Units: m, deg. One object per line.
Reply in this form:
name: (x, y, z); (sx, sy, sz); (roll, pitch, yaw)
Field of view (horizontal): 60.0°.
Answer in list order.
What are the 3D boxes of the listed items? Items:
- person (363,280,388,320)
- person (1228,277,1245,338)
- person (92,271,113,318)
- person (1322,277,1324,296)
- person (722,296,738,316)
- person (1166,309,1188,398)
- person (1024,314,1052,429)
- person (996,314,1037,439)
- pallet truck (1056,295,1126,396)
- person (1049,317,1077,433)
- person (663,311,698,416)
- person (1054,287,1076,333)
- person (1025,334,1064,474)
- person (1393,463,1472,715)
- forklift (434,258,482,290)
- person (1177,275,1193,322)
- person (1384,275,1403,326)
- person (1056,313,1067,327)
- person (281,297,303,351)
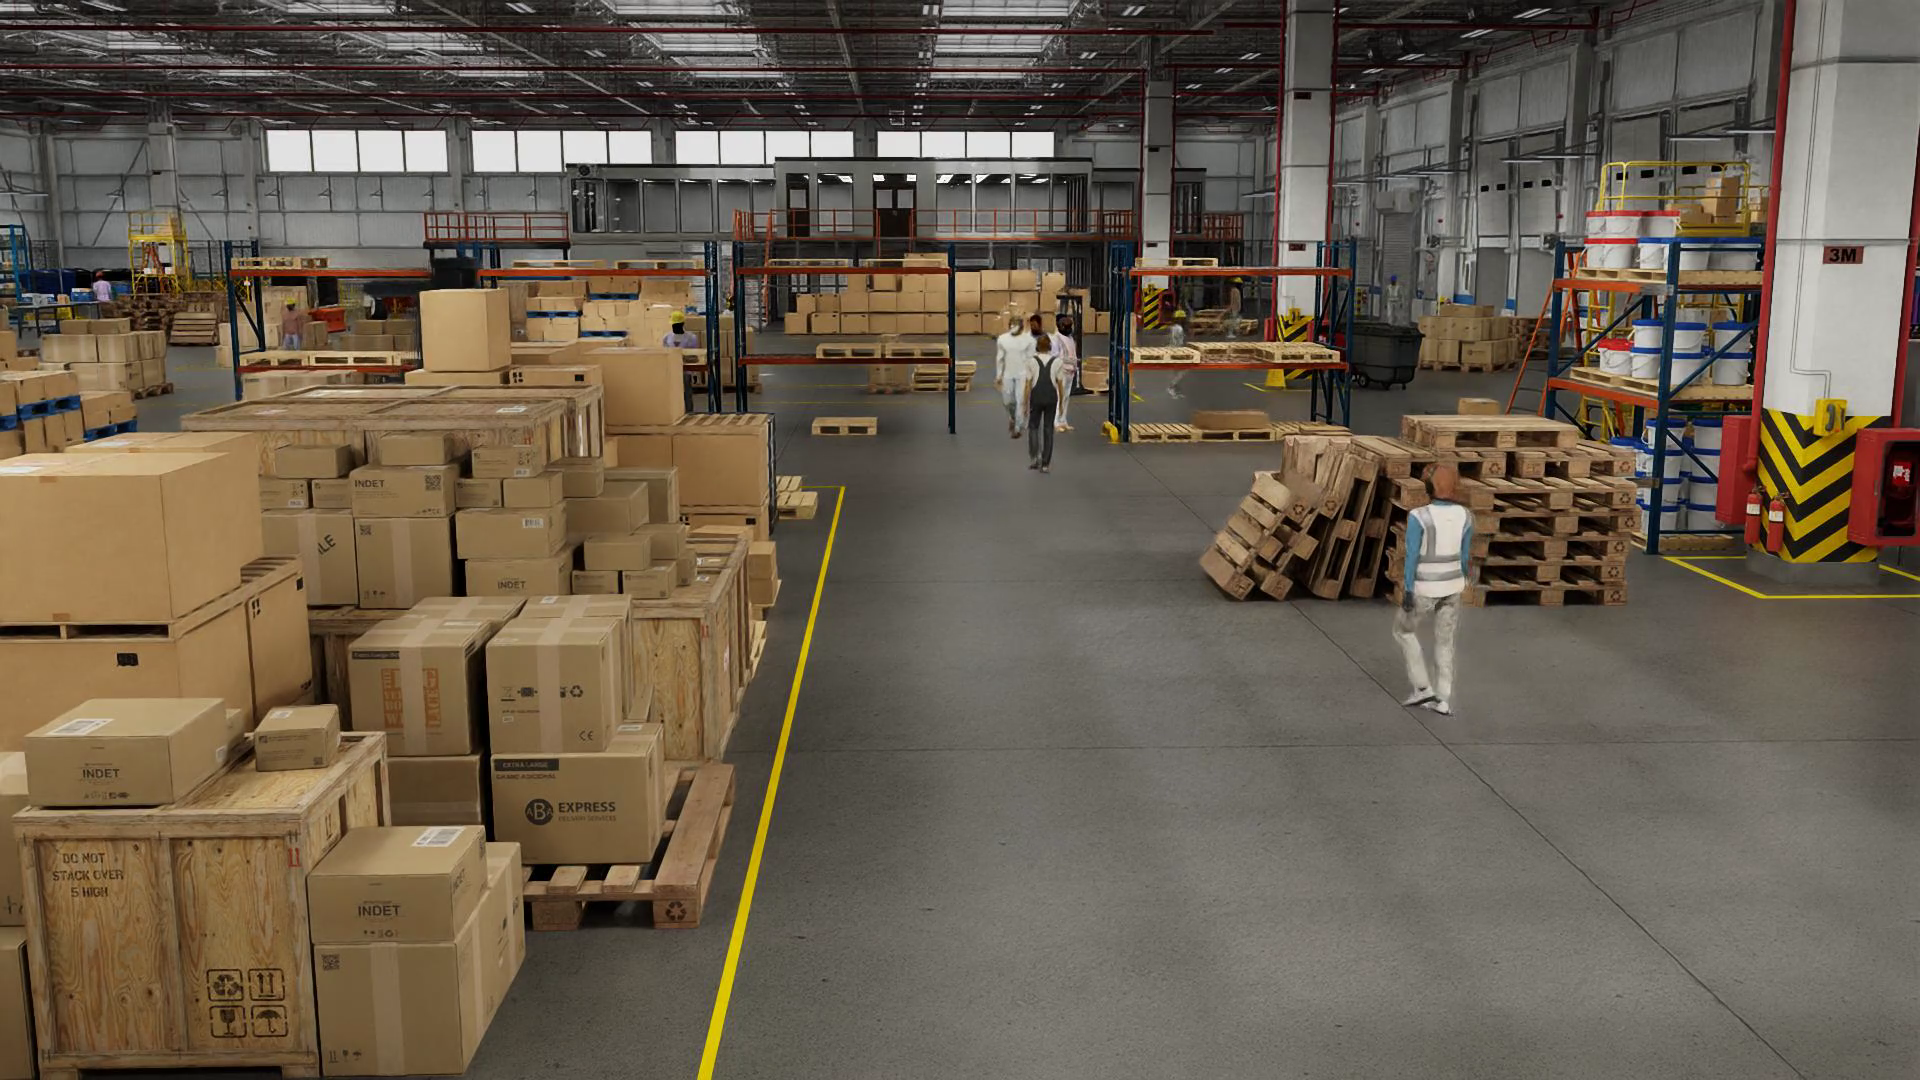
person: (-15.231, -5.769, 43.456); (0.539, 2.000, 0.689); (1, 10, 8)
person: (8.809, -7.330, 52.508); (0.682, 1.907, 0.608); (0, 10, 2)
person: (-29.795, -8.315, 57.734); (0.702, 2.014, 0.613); (6, 12, 28)
person: (14.556, -10.102, 67.762); (0.612, 1.980, 0.529); (-2, 10, -8)
person: (-4.981, -4.378, 36.231); (0.327, 1.861, 0.499); (5, 11, 27)
person: (4.241, -3.604, 32.237); (0.364, 1.728, 0.509); (-2, 10, -10)
person: (1.321, -2.775, 27.272); (0.604, 1.877, 0.907); (4, 11, 21)
person: (0.869, -2.531, 25.747); (0.649, 1.922, 0.452); (3, 11, 17)
pallet truck: (2.483, -3.881, 33.060); (1.885, 1.965, 0.823); (-7, 13, -36)
person: (1.655, -2.638, 26.576); (0.429, 1.839, 0.634); (6, 12, 30)
person: (-4.492, -2.708, 26.733); (0.589, 1.923, 0.383); (2, 10, 12)
person: (2.541, -5.307, 41.214); (0.662, 1.916, 0.702); (8, 13, 39)
person: (1.108, -1.794, 21.920); (0.525, 1.824, 0.553); (0, 10, -2)
person: (3.041, 0.319, 10.700); (0.538, 1.623, 0.386); (-4, 11, -23)
forklift: (-6.356, -2.204, 21.257); (1.873, 2.768, 1.129); (0, 10, -2)
person: (8.535, -9.168, 63.075); (0.956, 1.801, 0.640); (-10, 14, -44)
person: (14.746, -8.061, 56.575); (0.608, 1.924, 0.853); (3, 10, 14)
person: (1.906, -3.399, 31.211); (0.318, 1.699, 0.535); (2, 10, 12)
person: (-15.557, -4.775, 38.697); (0.546, 1.751, 0.450); (1, 10, 8)
